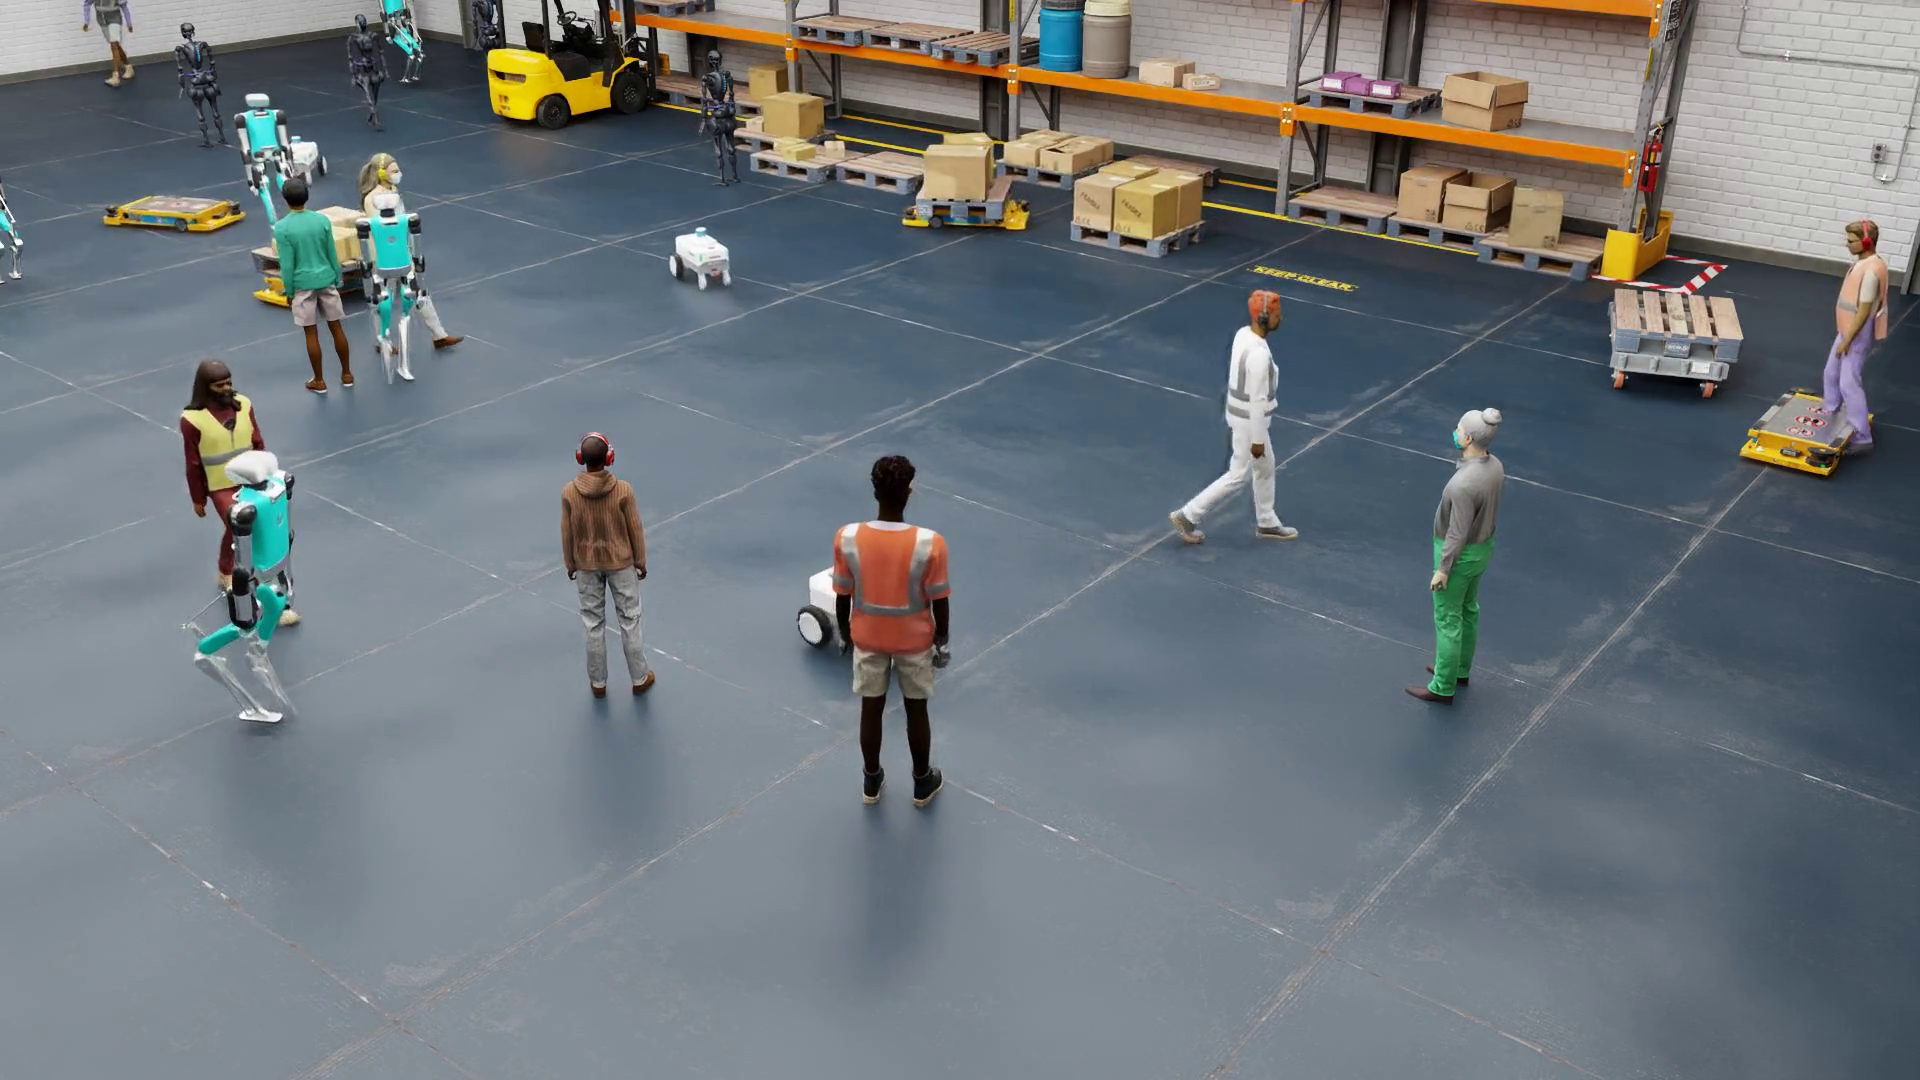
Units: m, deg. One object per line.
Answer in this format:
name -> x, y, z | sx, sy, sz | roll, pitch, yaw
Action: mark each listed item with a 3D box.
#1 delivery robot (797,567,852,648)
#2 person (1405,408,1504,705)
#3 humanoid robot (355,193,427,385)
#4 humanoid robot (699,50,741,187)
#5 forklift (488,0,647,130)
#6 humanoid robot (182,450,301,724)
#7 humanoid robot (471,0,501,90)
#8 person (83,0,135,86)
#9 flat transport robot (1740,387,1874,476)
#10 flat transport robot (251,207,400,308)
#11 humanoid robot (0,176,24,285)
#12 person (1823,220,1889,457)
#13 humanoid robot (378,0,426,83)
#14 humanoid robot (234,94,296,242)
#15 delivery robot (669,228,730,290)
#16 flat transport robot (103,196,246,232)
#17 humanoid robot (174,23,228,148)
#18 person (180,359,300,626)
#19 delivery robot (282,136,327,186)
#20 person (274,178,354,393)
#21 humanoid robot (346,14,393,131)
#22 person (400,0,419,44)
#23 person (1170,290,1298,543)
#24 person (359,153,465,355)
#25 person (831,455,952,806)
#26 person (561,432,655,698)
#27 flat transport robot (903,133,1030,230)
delivery robot -> -0.608, 0.430, 10.344 | 0.785, 0.589, 0.499 | 22, 33, 38
person -> 2.885, 0.078, 9.602 | 0.332, 1.839, 0.523 | 19, 31, 34
humanoid robot -> -4.911, -2.133, 14.421 | 0.538, 1.871, 0.828 | -12, 28, -24
humanoid robot -> -3.029, -5.314, 20.941 | 0.315, 1.657, 0.599 | 19, 32, 34
forklift -> -5.874, -7.334, 24.552 | 1.214, 2.155, 2.313 | 19, 32, 34
humanoid robot -> -4.002, 0.356, 9.222 | 0.790, 1.833, 0.545 | 4, 26, 8
humanoid robot -> -7.558, -8.091, 26.692 | 0.315, 1.657, 0.599 | 19, 32, 34
person -> -13.885, -8.471, 27.155 | 0.610, 1.986, 1.082 | 3, 26, 6
flat transport robot -> 6.841, -0.882, 13.396 | 0.659, 0.231, 1.431 | 19, 32, 34
flat transport robot -> -6.451, -2.684, 17.129 | 0.659, 0.231, 1.431 | 16, 30, 30
humanoid robot -> -9.815, -3.399, 16.773 | 0.735, 1.673, 0.533 | 19, 32, 34
person -> 7.068, -1.586, 13.072 | 0.523, 1.820, 0.769 | 8, 27, 16
humanoid robot -> -8.909, -8.194, 26.698 | 0.735, 1.677, 0.533 | 19, 32, 34
humanoid robot -> -7.337, -3.841, 17.872 | 0.531, 1.783, 0.880 | -18, 31, -33
delivery robot -> -2.699, -2.955, 17.381 | 0.499, 0.612, 0.813 | -14, 29, -27
flat transport robot -> -9.210, -3.825, 19.493 | 1.431, 0.231, 0.659 | 6, 26, 13
humanoid robot -> -10.489, -6.275, 22.934 | 0.315, 1.655, 0.599 | 19, 32, 34
person -> -4.647, -0.348, 10.629 | 0.945, 1.717, 0.480 | 16, 30, 30
delivery robot -> -8.461, -4.874, 21.328 | 0.499, 0.589, 0.782 | -4, 26, -8
person -> -5.537, -2.171, 14.248 | 0.493, 1.851, 0.395 | -18, 31, -33
humanoid robot -> -8.527, -6.749, 23.998 | 0.791, 1.629, 0.611 | 23, 34, 39
person -> -10.299, -10.005, 30.721 | 0.316, 1.632, 0.525 | 18, 31, 33
person -> 1.940, -0.821, 11.456 | 0.877, 1.856, 0.583 | 0, 26, 0
person -> -5.022, -2.566, 15.069 | 0.874, 1.841, 0.582 | 2, 26, 5
person -> -0.342, 0.486, 8.615 | 0.611, 1.961, 0.364 | 4, 26, 8
person -> -2.056, 0.160, 9.643 | 0.467, 1.651, 0.309 | -2, 26, -4
flat transport robot -> 0.083, -3.829, 19.500 | 1.431, 0.231, 0.659 | 3, 26, 7
